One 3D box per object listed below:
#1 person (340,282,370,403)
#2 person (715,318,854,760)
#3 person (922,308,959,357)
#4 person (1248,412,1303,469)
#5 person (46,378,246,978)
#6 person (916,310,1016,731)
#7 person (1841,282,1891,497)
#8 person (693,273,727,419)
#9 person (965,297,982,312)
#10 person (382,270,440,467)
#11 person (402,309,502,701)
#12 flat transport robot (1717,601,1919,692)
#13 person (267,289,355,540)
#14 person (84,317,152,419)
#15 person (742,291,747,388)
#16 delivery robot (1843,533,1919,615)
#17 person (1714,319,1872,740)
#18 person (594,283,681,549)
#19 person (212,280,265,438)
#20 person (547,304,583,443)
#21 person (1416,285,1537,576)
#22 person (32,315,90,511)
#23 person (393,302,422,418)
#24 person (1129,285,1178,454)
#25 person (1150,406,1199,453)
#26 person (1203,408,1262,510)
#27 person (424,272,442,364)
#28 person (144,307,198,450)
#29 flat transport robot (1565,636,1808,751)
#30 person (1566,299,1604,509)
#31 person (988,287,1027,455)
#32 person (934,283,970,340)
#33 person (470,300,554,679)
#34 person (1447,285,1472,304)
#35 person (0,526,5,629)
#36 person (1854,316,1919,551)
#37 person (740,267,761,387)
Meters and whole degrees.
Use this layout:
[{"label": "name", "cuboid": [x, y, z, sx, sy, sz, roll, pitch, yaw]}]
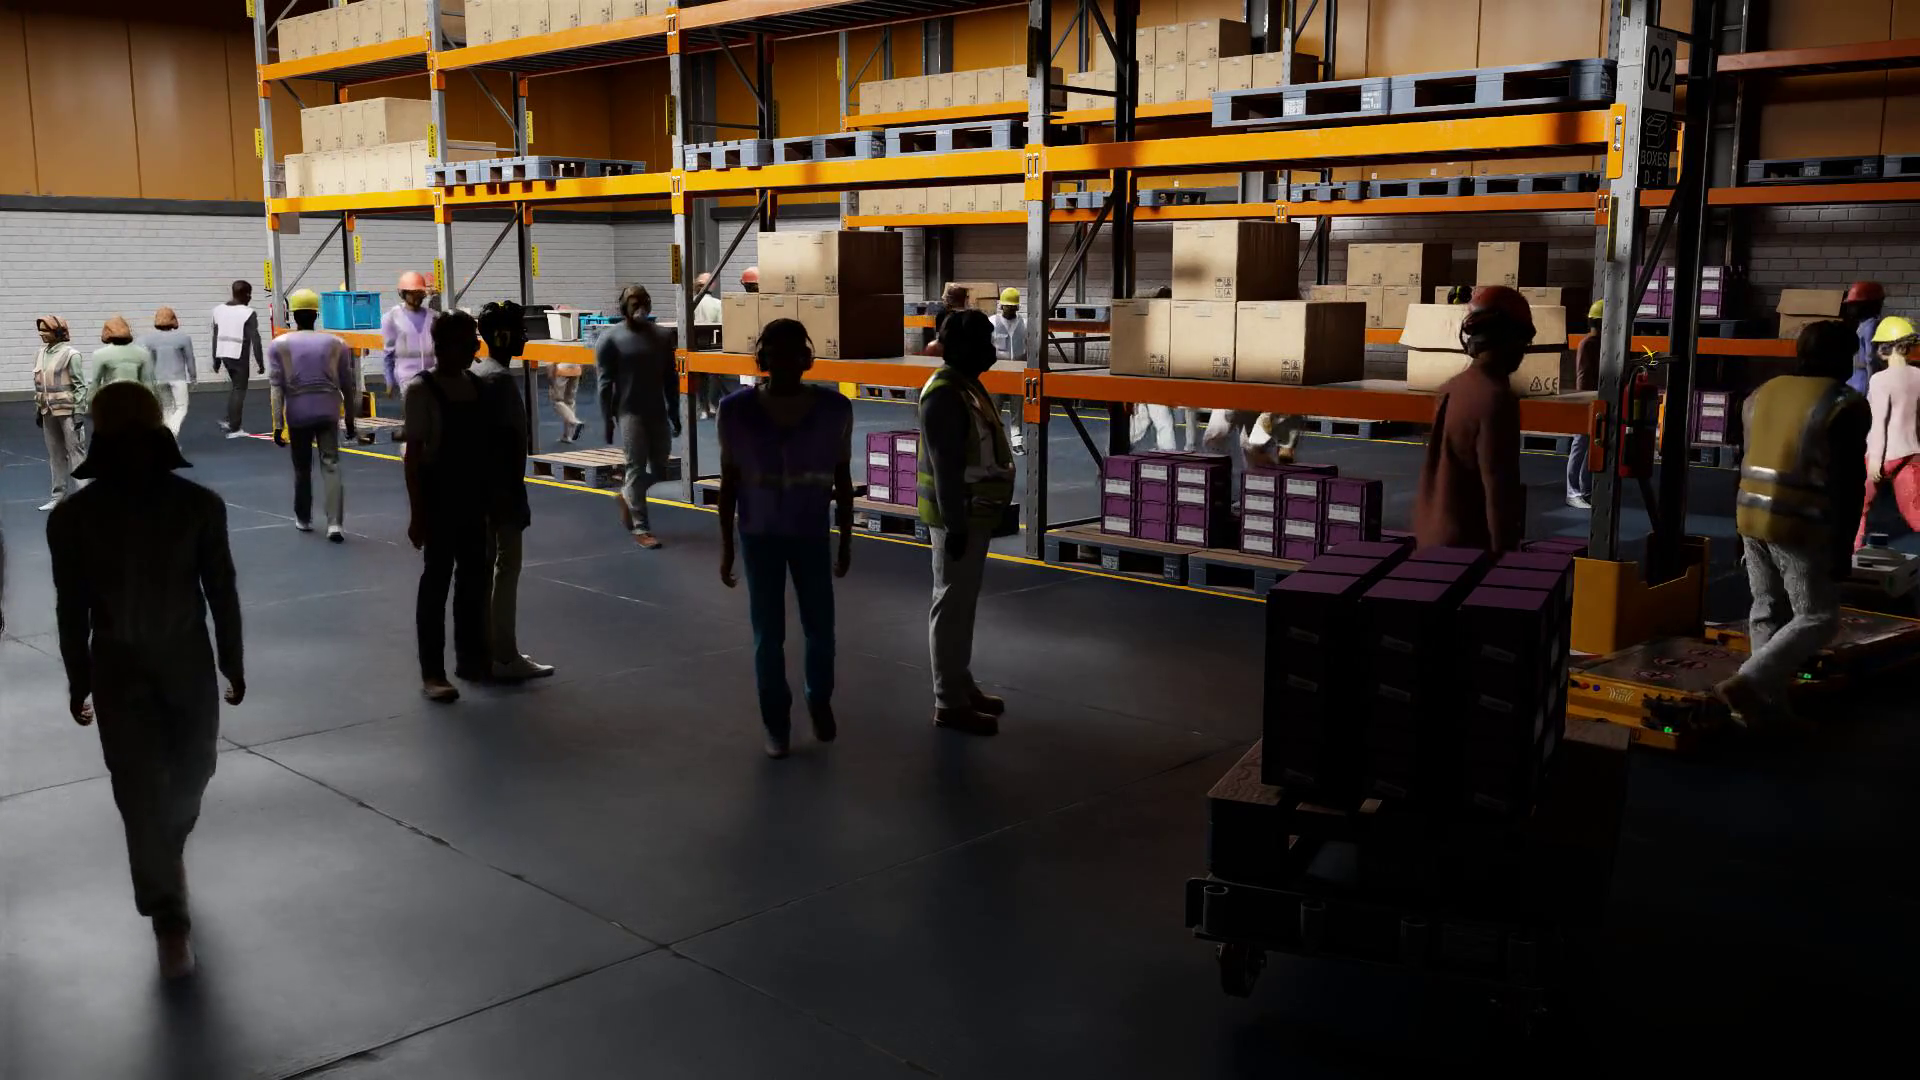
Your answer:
[{"label": "person", "cuboid": [-9.055, -2.921, 24.758, 0.588, 1.833, 0.404, 2, 9, 12]}, {"label": "person", "cuboid": [-0.717, 0.002, 6.872, 0.561, 1.829, 0.445, -1, 9, -7]}, {"label": "person", "cuboid": [-0.163, -1.246, 14.965, 0.563, 1.675, 0.553, 4, 10, 25]}, {"label": "person", "cuboid": [2.508, -1.038, 12.985, 0.547, 1.913, 0.440, -8, 13, -42]}, {"label": "person", "cuboid": [-2.434, 0.361, 4.997, 0.493, 1.711, 0.810, -6, 11, -35]}, {"label": "person", "cuboid": [0.030, -0.093, 7.389, 0.429, 1.845, 0.621, 1, 9, 9]}, {"label": "person", "cuboid": [7.933, -1.342, 14.861, 0.906, 1.895, 0.562, 4, 10, 25]}, {"label": "person", "cuboid": [-3.385, -2.621, 22.492, 0.667, 1.967, 0.528, 3, 10, 19]}, {"label": "person", "cuboid": [0.187, -2.577, 23.290, 0.492, 1.625, 0.282, -4, 10, -23]}, {"label": "person", "cuboid": [-5.280, -1.593, 16.070, 0.613, 2.019, 0.888, -8, 12, -42]}, {"label": "person", "cuboid": [-2.428, -0.180, 7.947, 0.338, 1.844, 0.529, 4, 10, 22]}, {"label": "flat transport robot", "cuboid": [4.395, 0.523, 8.418, 1.431, 0.197, 0.652, -6, 11, -34]}, {"label": "person", "cuboid": [-4.867, -0.946, 12.535, 0.611, 1.878, 1.003, -5, 11, -29]}, {"label": "person", "cuboid": [-7.541, -1.195, 14.896, 0.842, 1.587, 0.519, 6, 11, 31]}, {"label": "person", "cuboid": [-2.701, -2.497, 21.748, 0.614, 1.963, 0.362, -3, 10, -19]}, {"label": "delivery robot", "cuboid": [5.065, 0.206, 9.207, 0.477, 0.478, 0.707, 8, 12, 40]}, {"label": "person", "cuboid": [3.458, -0.019, 7.005, 0.608, 1.817, 0.655, -2, 10, -13]}, {"label": "person", "cuboid": [-2.385, -0.916, 12.184, 0.633, 1.923, 0.707, -8, 12, -39]}, {"label": "person", "cuboid": [-8.643, -2.165, 19.949, 0.603, 1.888, 0.508, 3, 10, 20]}, {"label": "person", "cuboid": [-4.507, -1.899, 19.129, 0.526, 1.626, 0.518, 8, 12, 40]}, {"label": "person", "cuboid": [1.895, 0.049, 6.173, 0.493, 1.965, 0.743, 0, 9, 2]}, {"label": "person", "cuboid": [-7.490, -1.046, 13.854, 0.523, 1.640, 0.306, 4, 10, 21]}, {"label": "person", "cuboid": [-6.910, -2.361, 21.079, 0.484, 1.909, 0.676, 3, 10, 17]}, {"label": "person", "cuboid": [1.748, -1.371, 15.142, 1.063, 1.880, 0.632, 5, 10, 26]}, {"label": "person", "cuboid": [2.321, -1.797, 17.789, 0.584, 1.858, 0.737, -5, 11, -29]}, {"label": "person", "cuboid": [2.271, -1.179, 13.896, 0.633, 1.884, 0.683, 7, 12, 37]}, {"label": "person", "cuboid": [-7.307, -2.767, 23.350, 0.500, 1.978, 0.627, -6, 11, -31]}, {"label": "person", "cuboid": [-8.682, -1.751, 18.258, 0.500, 1.610, 0.652, -1, 9, -5]}, {"label": "flat transport robot", "cuboid": [3.240, 0.666, 7.538, 1.431, 0.197, 0.652, -9, 13, -43]}, {"label": "person", "cuboid": [5.388, -1.147, 14.086, 0.533, 1.767, 0.327, -9, 13, -43]}, {"label": "person", "cuboid": [0.525, -1.819, 18.033, 0.588, 1.822, 0.403, -2, 9, -10]}, {"label": "person", "cuboid": [-0.083, -1.516, 15.979, 0.600, 1.885, 0.668, 9, 13, 43]}, {"label": "person", "cuboid": [-2.269, -0.248, 8.259, 0.311, 1.869, 0.530, -6, 11, -34]}, {"label": "person", "cuboid": [4.693, -1.466, 15.712, 0.328, 1.875, 0.513, 4, 10, 23]}, {"label": "person", "cuboid": [-3.496, 0.194, 5.578, 0.778, 1.863, 0.571, 9, 13, 44]}, {"label": "person", "cuboid": [5.929, -0.542, 10.486, 0.537, 1.733, 0.867, -5, 10, -28]}, {"label": "person", "cuboid": [-2.403, -2.169, 19.506, 0.373, 2.043, 0.615, 4, 10, 22]}]
